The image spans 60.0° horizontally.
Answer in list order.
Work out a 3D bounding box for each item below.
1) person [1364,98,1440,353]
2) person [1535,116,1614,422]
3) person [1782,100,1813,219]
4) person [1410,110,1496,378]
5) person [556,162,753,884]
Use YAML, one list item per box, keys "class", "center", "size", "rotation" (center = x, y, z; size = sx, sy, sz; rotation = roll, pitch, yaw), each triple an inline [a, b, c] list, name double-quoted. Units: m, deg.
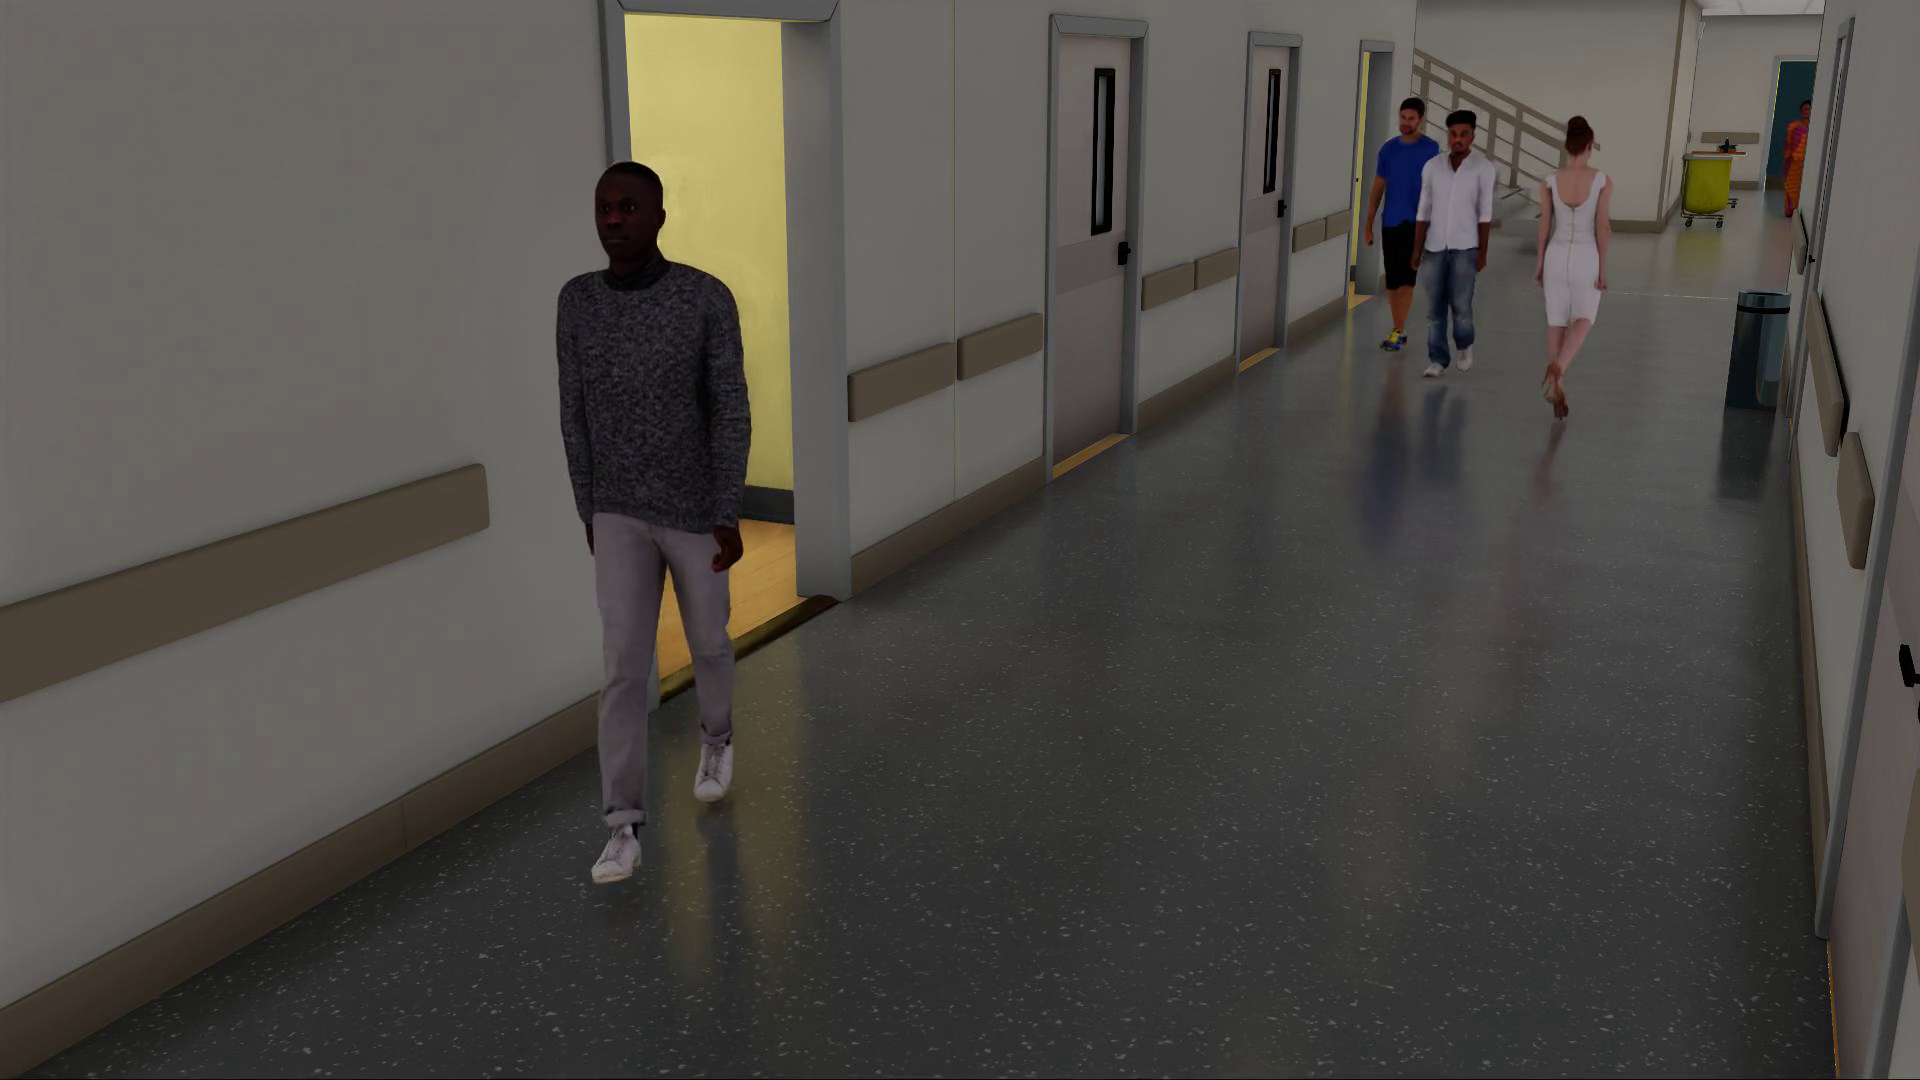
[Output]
- class: "person"
  center: [3.357, -2.331, 12.396]
  size: [0.803, 1.844, 0.804]
  rotation: [12, 20, 37]
- class: "person"
  center: [3.574, -1.571, 9.810]
  size: [0.724, 1.783, 0.707]
  rotation: [10, 19, 33]
- class: "person"
  center: [12.081, -5.473, 23.876]
  size: [0.709, 1.661, 0.783]
  rotation: [4, 16, 13]
- class: "person"
  center: [3.387, -2.012, 11.359]
  size: [0.660, 1.793, 0.742]
  rotation: [10, 18, 31]
- class: "person"
  center: [-0.756, -0.069, 4.466]
  size: [1.233, 1.793, 1.055]
  rotation: [1, 16, 3]
